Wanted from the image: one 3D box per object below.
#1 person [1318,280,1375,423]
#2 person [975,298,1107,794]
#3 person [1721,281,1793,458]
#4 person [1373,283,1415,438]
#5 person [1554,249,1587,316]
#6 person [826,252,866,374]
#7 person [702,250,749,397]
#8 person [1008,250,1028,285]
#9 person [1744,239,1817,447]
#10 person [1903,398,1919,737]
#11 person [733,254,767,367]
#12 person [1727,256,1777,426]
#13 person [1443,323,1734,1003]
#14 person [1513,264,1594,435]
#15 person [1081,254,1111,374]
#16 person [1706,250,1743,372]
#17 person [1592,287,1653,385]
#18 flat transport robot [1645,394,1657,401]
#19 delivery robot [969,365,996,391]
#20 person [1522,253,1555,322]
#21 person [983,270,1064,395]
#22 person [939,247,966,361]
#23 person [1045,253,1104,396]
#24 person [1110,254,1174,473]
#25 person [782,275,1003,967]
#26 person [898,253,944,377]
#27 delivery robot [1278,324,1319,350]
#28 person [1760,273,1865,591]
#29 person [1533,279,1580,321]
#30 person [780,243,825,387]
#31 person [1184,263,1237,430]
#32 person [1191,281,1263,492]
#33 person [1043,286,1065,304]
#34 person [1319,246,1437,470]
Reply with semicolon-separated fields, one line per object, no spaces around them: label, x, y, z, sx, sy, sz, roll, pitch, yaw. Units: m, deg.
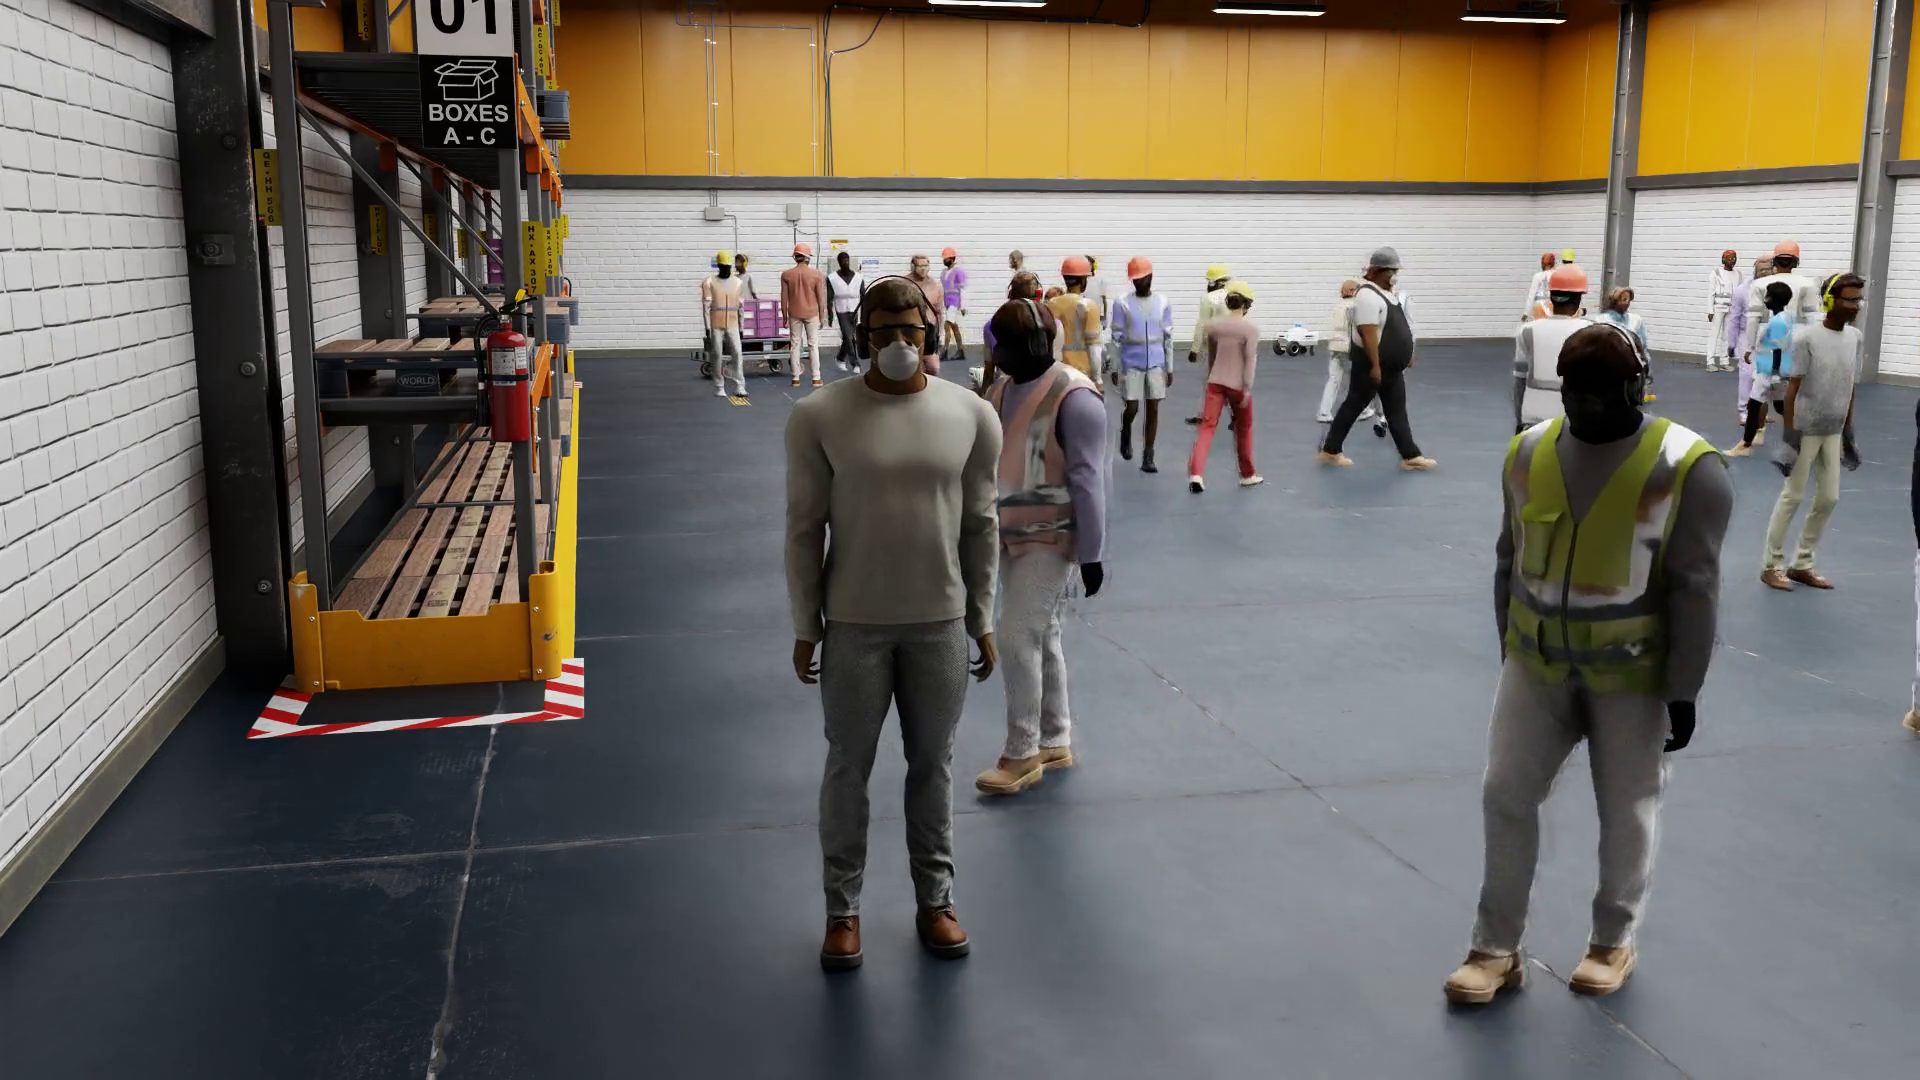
person;4.350;-2.099;18.582;0.738;1.585;0.558;-4;11;-21
person;0.191;0.026;6.168;0.683;1.817;0.666;-6;12;-31
person;7.610;-1.565;15.417;0.822;1.665;0.538;6;12;31
person;4.343;-1.945;17.202;0.607;1.779;0.918;5;12;28
person;10.151;-3.907;27.814;0.595;1.871;1.020;1;10;5
person;-1.746;-3.507;25.630;0.663;1.865;0.957;-4;11;-21
person;-3.012;-2.769;21.462;0.594;1.897;0.840;-4;11;-23
person;0.925;-3.392;24.925;0.775;1.886;0.628;1;10;7
person;8.049;-1.924;16.356;0.605;2.045;0.377;4;11;20
person;4.028;-0.028;6.491;0.617;1.822;0.797;2;10;12
person;-3.430;-3.651;26.554;0.971;1.834;0.535;-10;14;-43
person;8.855;-2.199;18.426;0.663;1.867;0.691;2;10;11
person;1.620;0.356;4.348;0.641;1.816;0.747;9;14;41
person;3.730;-0.768;10.393;0.567;1.882;0.978;8;13;36
person;1.974;-3.293;24.547;0.521;1.832;0.819;6;12;30
person;11.892;-3.556;25.860;0.574;1.880;0.356;-2;10;-12
person;6.129;-1.536;15.440;0.530;1.600;0.850;-3;11;-14
flat transport robot;7.928;-1.858;20.903;1.431;0.197;0.652;-2;10;-12
delivery robot;0.483;-2.086;21.119;0.707;0.478;0.477;-2;10;-12
person;9.193;-3.550;25.942;0.579;1.849;0.945;-5;11;-26
person;0.450;-0.889;11.216;0.594;1.825;0.739;3;11;18
person;-0.232;-3.967;28.055;0.862;1.900;0.548;-6;12;-31
person;0.899;-1.343;13.453;0.544;1.927;0.463;10;14;44
person;1.598;-1.562;14.712;0.557;1.918;0.585;-2;10;-9
person;-0.181;0.234;4.696;0.629;1.940;0.373;-2;10;-12
person;-0.481;-2.350;19.153;0.661;1.894;0.415;-3;11;-16
delivery robot;5.983;-3.581;29.406;0.707;0.478;0.477;-4;11;-22
person;4.983;-0.616;9.673;0.602;1.844;0.456;-4;11;-21
person;6.304;-1.979;17.625;0.532;1.696;0.319;-2;10;-12
person;-2.186;-3.127;23.168;0.612;1.991;0.392;0;10;3
person;2.800;-2.093;17.989;0.860;1.799;0.592;9;13;39
person;2.174;-1.248;13.549;0.533;1.707;0.938;8;13;39
person;0.823;-1.407;14.625;0.497;1.635;0.286;-2;10;-12
person;3.701;-1.636;14.773;1.036;2.000;0.698;7;12;33
